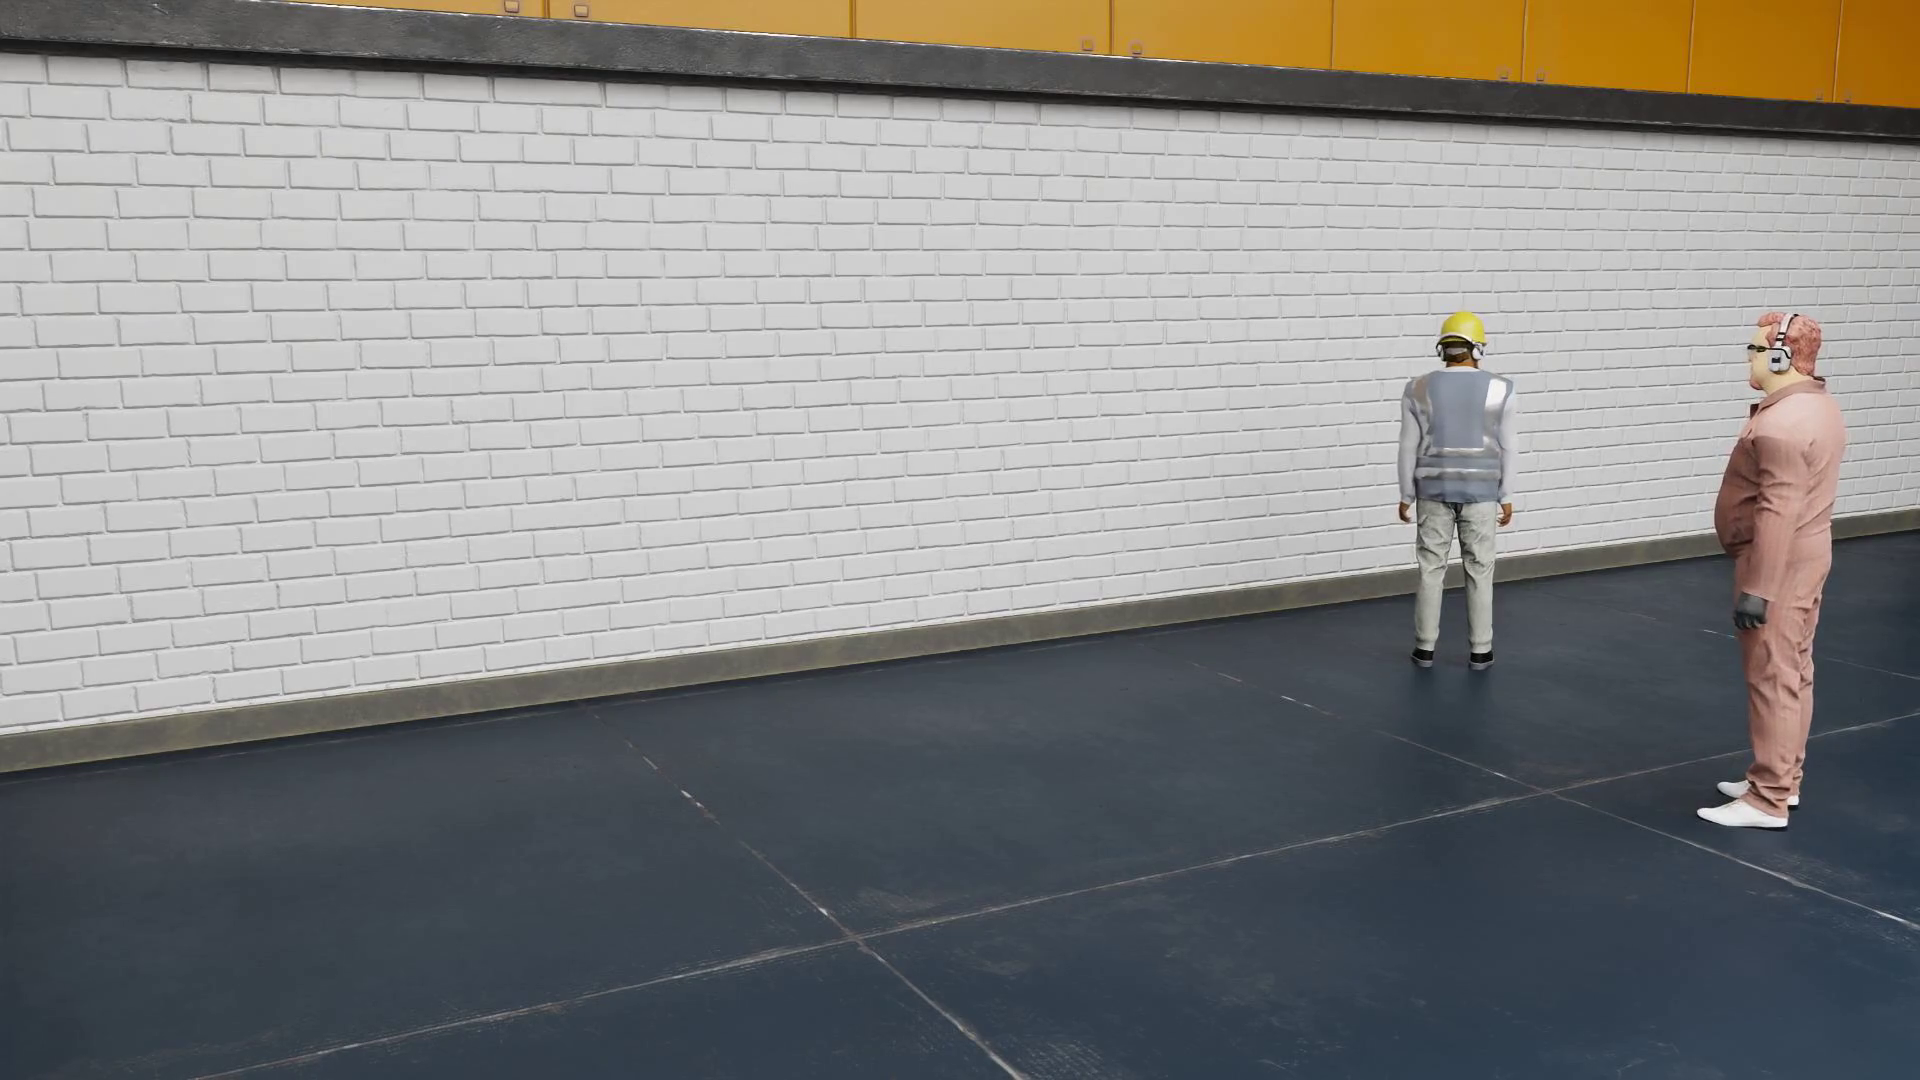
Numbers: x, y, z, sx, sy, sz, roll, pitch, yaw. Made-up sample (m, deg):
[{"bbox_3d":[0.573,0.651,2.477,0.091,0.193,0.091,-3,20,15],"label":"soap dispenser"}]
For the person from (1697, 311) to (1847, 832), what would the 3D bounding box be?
[{"bbox_3d":[2.992,0.117,6.154,0.400,1.910,0.643,8,13,38],"label":"person"}]

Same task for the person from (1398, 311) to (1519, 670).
[{"bbox_3d":[2.532,-0.246,8.485,0.586,1.824,0.404,3,10,17],"label":"person"}]
